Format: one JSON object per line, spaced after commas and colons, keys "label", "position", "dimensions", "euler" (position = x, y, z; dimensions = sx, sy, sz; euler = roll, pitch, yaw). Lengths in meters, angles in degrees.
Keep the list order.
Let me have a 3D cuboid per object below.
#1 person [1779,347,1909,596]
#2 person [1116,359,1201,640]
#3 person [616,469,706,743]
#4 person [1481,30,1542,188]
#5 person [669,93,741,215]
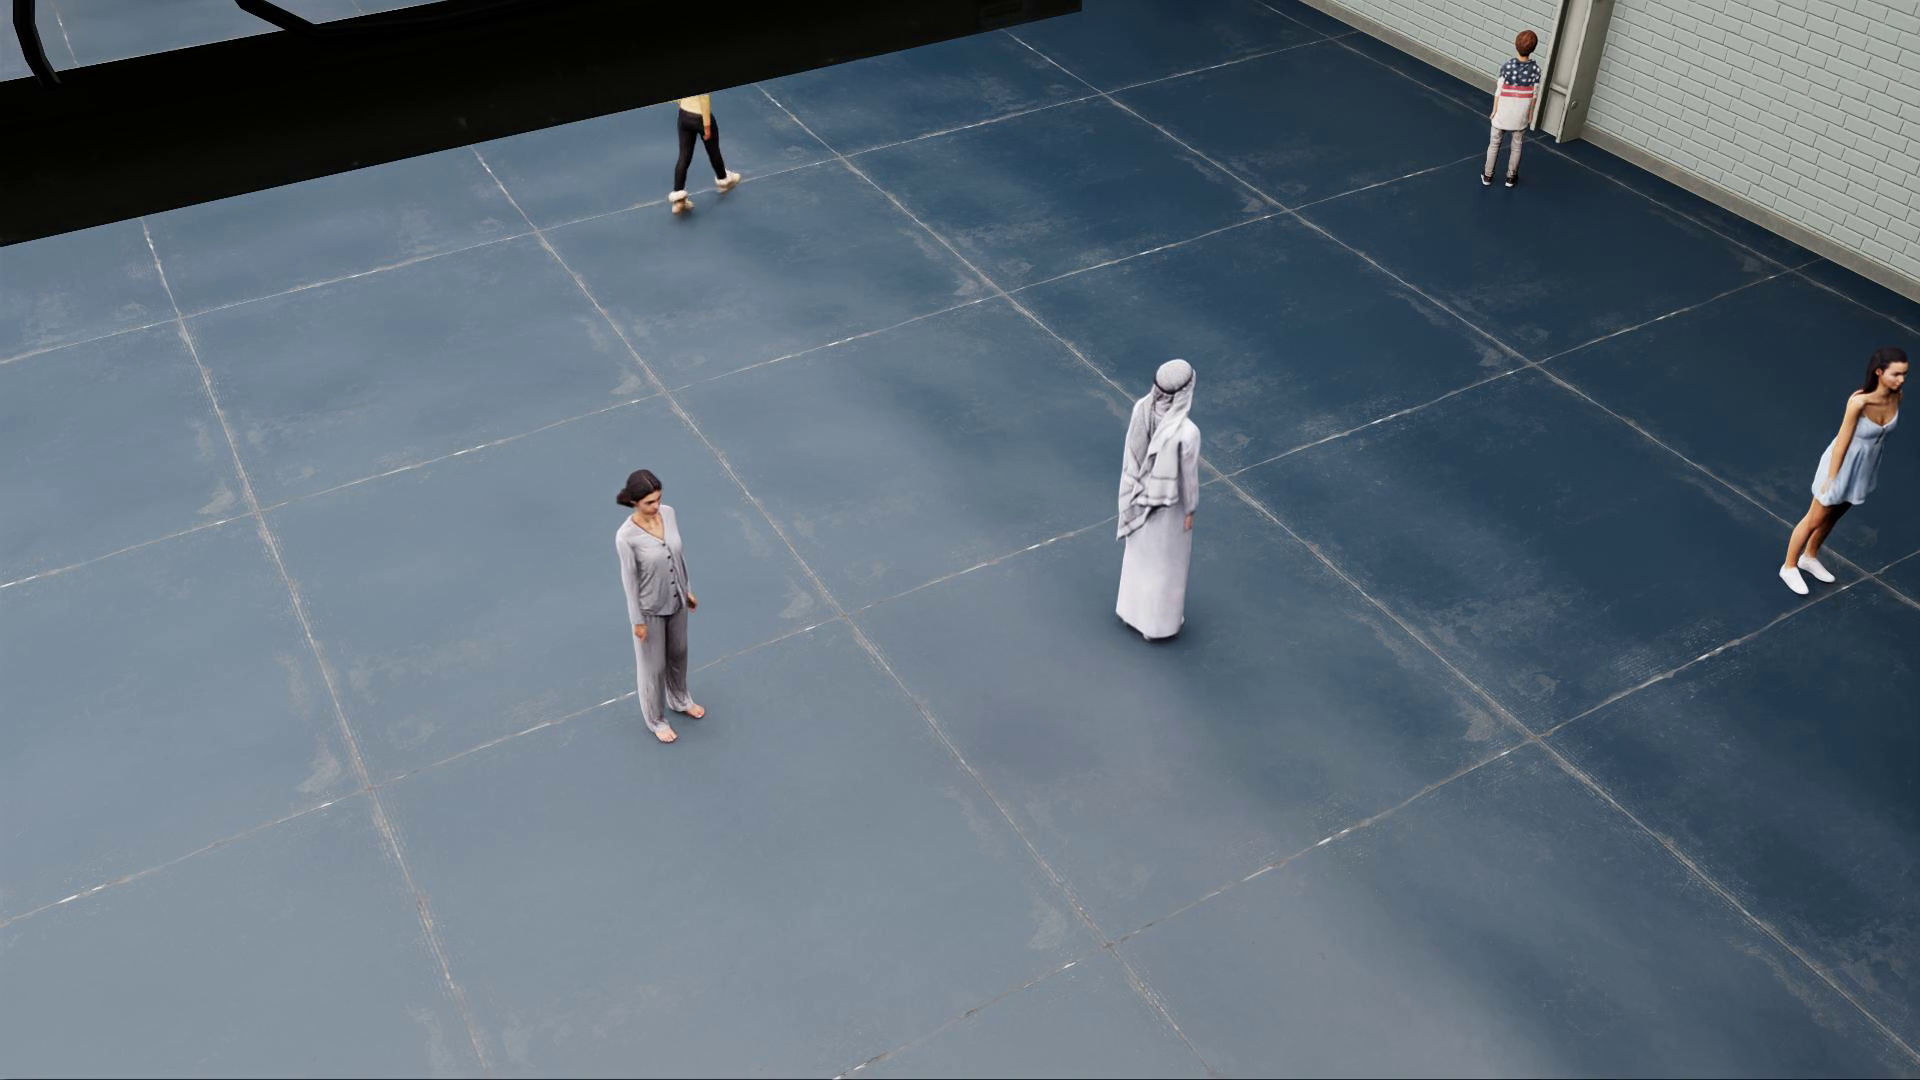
{"label": "person", "position": [5.523, -0.450, 10.355], "dimensions": [0.603, 1.729, 0.548], "euler": [-15, 41, -19]}
{"label": "person", "position": [1.184, -0.240, 9.930], "dimensions": [0.793, 1.922, 0.666], "euler": [-31, 48, -33]}
{"label": "person", "position": [-1.699, 0.347, 9.298], "dimensions": [0.670, 1.776, 0.667], "euler": [24, 44, 28]}
{"label": "person", "position": [4.987, -3.893, 14.992], "dimensions": [0.592, 1.438, 0.651], "euler": [9, 39, 11]}
{"label": "person", "position": [-2.362, -3.623, 14.502], "dimensions": [1.137, 1.617, 1.036], "euler": [19, 42, 23]}
